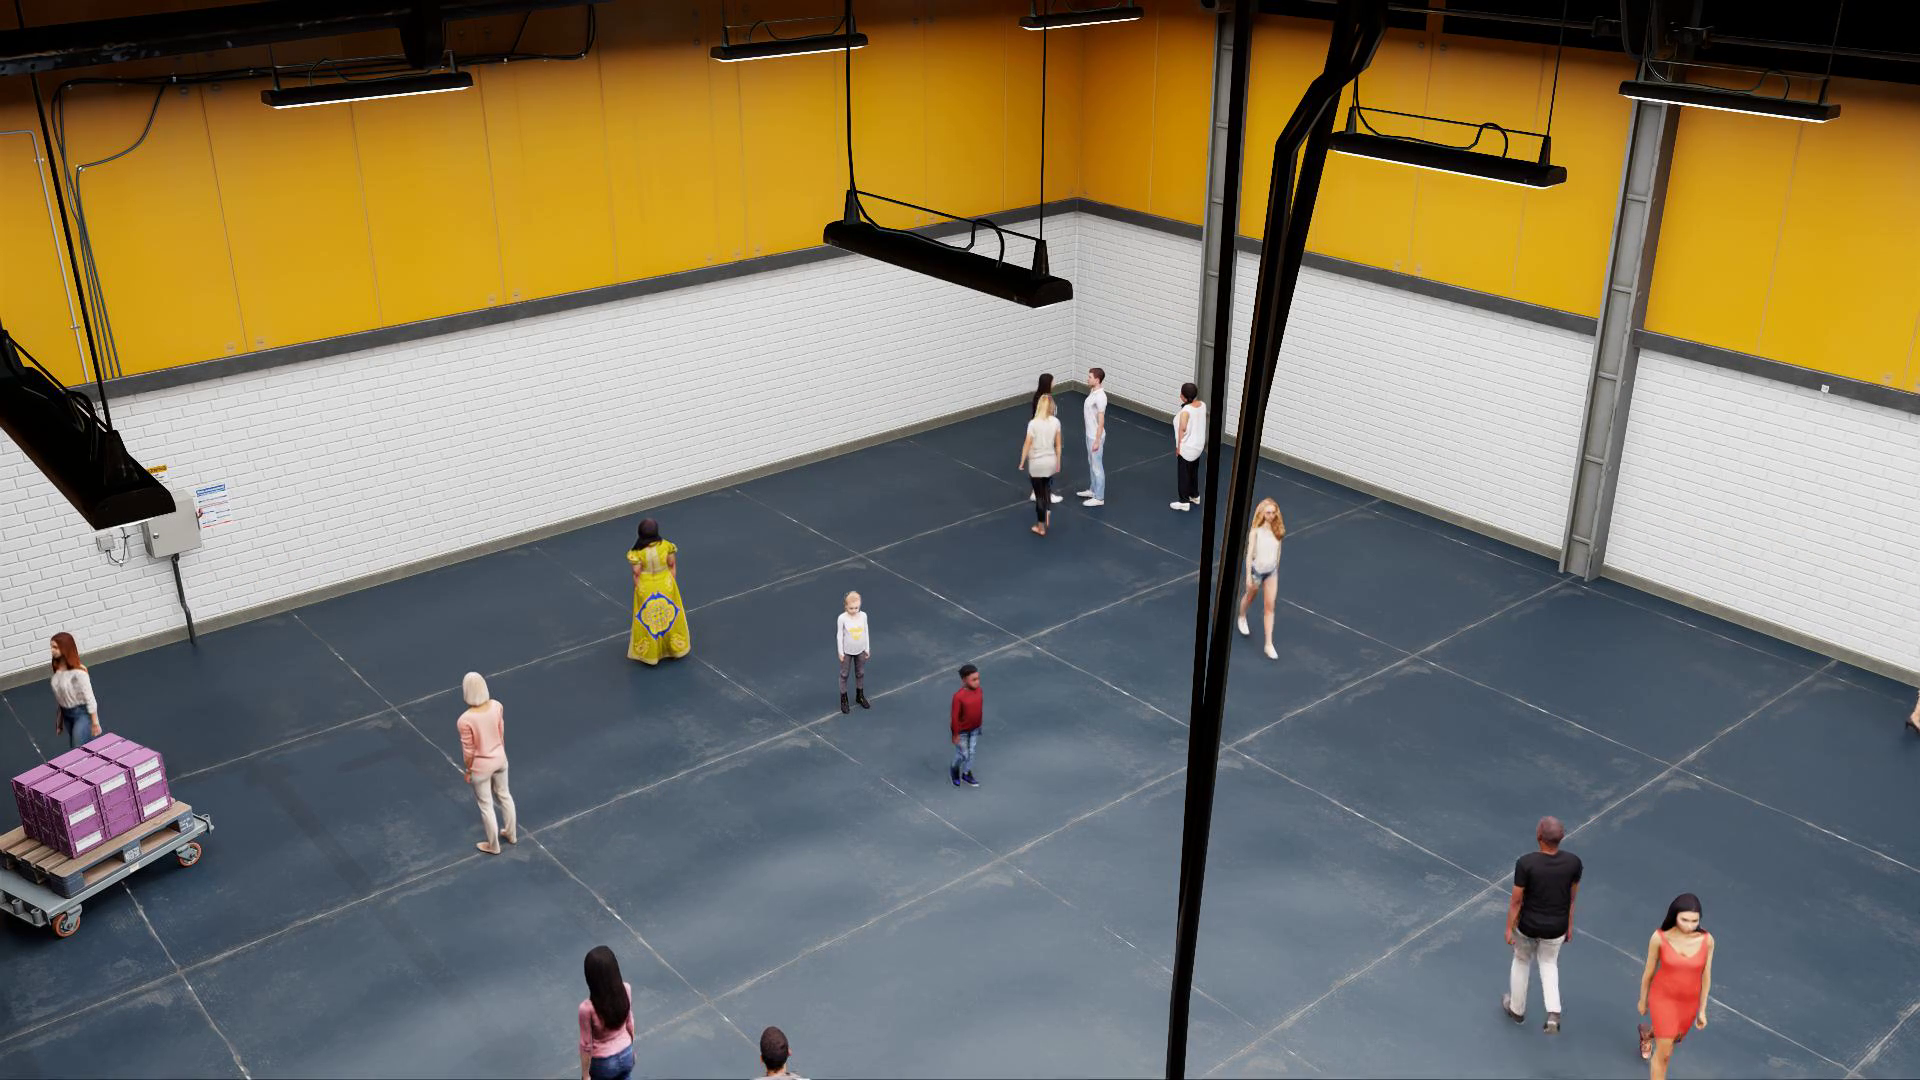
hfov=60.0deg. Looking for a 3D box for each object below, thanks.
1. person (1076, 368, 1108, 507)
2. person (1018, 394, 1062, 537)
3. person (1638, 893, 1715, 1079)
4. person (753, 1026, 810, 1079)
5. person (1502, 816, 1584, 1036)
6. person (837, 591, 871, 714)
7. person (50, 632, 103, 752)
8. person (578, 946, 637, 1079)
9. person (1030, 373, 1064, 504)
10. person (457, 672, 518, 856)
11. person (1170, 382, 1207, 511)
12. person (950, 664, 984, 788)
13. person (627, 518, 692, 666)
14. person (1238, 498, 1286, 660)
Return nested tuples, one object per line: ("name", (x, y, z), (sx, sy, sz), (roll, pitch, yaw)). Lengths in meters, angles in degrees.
("person", (1.773, -1.366, 21.732), (0.785, 1.851, 0.672), (-3, 24, -6))
("person", (1.078, -0.895, 20.710), (0.711, 1.808, 0.702), (-11, 26, -23))
("person", (4.947, 3.161, 11.575), (1.011, 1.692, 1.113), (1, 24, 1))
("person", (-1.055, 3.787, 9.963), (0.979, 1.837, 1.126), (-5, 24, -11))
("person", (4.263, 2.871, 12.122), (0.946, 1.785, 1.017), (0, 24, 1))
("person", (-1.083, 1.102, 16.802), (0.544, 1.279, 0.568), (-10, 25, -21))
("person", (-7.936, 1.588, 15.144), (0.614, 1.716, 0.707), (15, 28, 31))
("person", (-2.245, 3.446, 10.870), (0.622, 1.735, 0.625), (-22, 32, -40))
("person", (1.062, -1.333, 21.757), (0.716, 1.771, 0.606), (-12, 26, -25))
("person", (-4.090, 1.921, 14.373), (0.590, 1.724, 0.642), (17, 29, 33))
("person", (2.972, -1.240, 21.656), (0.688, 1.683, 0.707), (17, 29, 33))
("person", (0.019, 1.710, 15.454), (0.500, 1.243, 0.502), (-18, 29, -35))
("person", (-3.230, 0.532, 17.629), (0.933, 1.661, 0.881), (-11, 26, -23))
("person", (3.218, 0.342, 18.000), (0.941, 1.712, 1.223), (-5, 24, -12))
